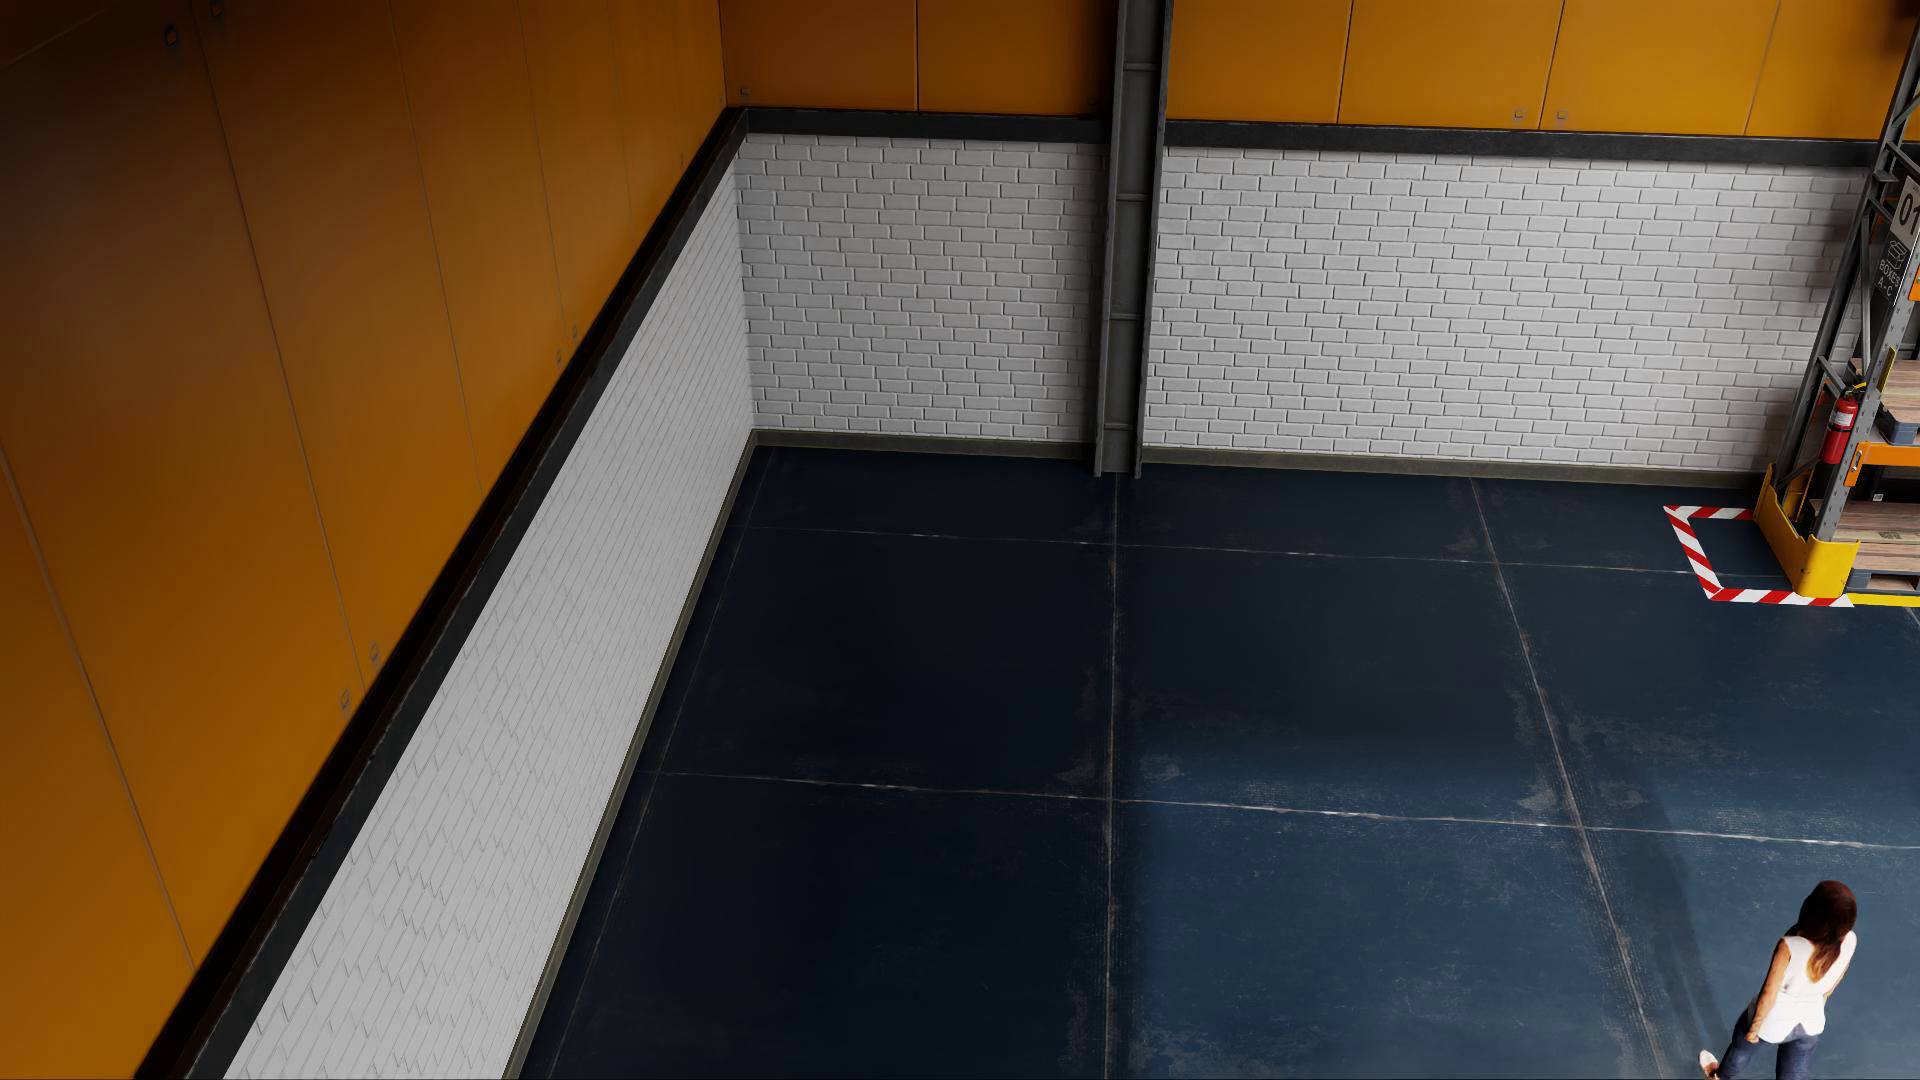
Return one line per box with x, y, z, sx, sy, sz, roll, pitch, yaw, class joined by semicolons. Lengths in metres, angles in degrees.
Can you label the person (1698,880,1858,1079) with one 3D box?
4.091;2.431;8.138;1.084;1.740;0.779;-2;34;-3;person
